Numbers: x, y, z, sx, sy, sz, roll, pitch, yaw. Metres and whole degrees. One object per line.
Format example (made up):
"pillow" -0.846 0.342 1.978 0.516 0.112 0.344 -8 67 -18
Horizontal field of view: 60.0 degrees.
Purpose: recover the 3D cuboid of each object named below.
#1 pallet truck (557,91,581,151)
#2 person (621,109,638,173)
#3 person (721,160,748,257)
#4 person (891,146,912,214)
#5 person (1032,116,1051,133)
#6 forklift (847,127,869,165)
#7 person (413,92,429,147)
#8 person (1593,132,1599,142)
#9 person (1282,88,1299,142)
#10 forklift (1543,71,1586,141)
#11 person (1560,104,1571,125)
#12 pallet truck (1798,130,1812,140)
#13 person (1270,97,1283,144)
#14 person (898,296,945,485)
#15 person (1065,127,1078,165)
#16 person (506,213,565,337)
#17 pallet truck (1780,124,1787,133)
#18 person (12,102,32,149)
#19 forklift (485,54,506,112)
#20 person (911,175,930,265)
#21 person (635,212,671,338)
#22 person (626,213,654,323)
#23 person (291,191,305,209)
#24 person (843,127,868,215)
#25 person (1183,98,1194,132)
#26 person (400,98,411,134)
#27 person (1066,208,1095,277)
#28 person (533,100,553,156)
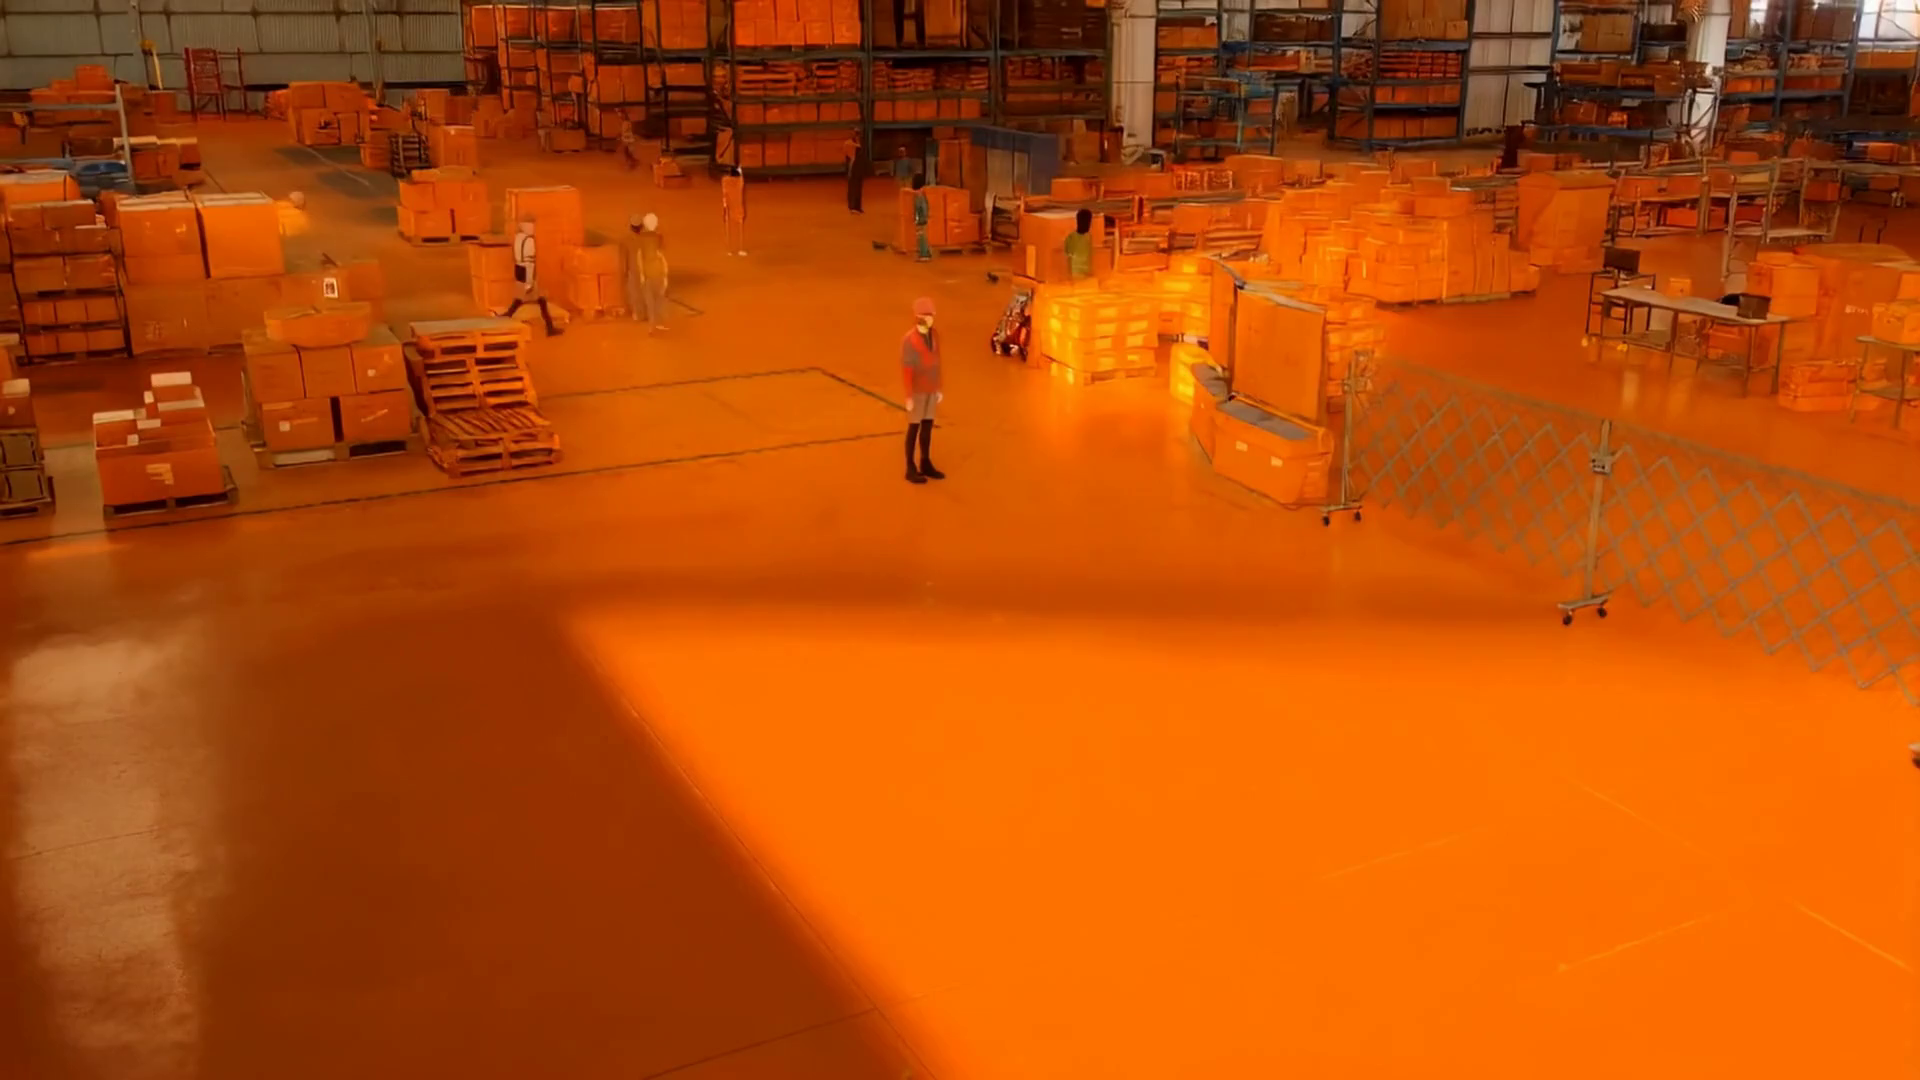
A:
"pallet truck" -13.495 -14.412 57.188 0.823 1.965 1.885 -3 18 -9
"person" -9.880 -11.852 49.433 0.412 1.862 0.579 -4 18 -12
"person" -4.453 -6.554 32.887 0.513 1.877 0.328 -9 20 -26
"person" -1.374 -8.572 39.612 0.506 1.610 0.686 3 18 10
"person" 2.157 -10.210 44.092 0.622 1.992 0.395 -6 19 -19
"forklift" -3.468 -12.905 51.067 1.873 2.768 1.129 -9 20 -26
"person" -18.938 -14.762 58.430 0.606 1.908 0.399 15 23 40
"person" 21.742 -14.352 57.186 0.981 1.897 0.561 -8 19 -23
"person" 12.116 -15.550 60.893 0.639 1.902 0.407 14 23 38
"forklift" 18.685 -13.231 52.085 1.873 2.768 1.129 -9 20 -26
"person" 19.588 -13.341 54.212 0.973 1.782 0.587 -11 21 -31
"pallet truck" 25.526 -11.556 49.408 1.630 1.274 0.653 -9 20 -26
"person" 11.384 -15.115 59.916 0.718 1.659 0.542 -4 18 -12
"person" -0.377 -1.553 17.195 0.354 1.938 0.545 14 23 38
"person" 2.969 -9.937 43.637 0.576 1.743 0.538 -7 19 -21
"person" -6.418 -3.876 24.560 0.541 1.886 1.055 16 24 40
"pallet truck" 25.206 -12.542 52.601 1.601 1.201 0.680 0 18 -2
"person" -32.781 -14.506 58.132 0.539 1.586 0.879 -1 18 -4
"forklift" -20.050 -19.454 71.483 1.873 2.768 1.129 -9 20 -26
"person" -0.761 -6.130 31.871 0.323 1.689 0.537 3 18 11
"person" -4.573 -3.956 24.834 0.505 1.846 0.519 2 18 7
"person" -4.967 -4.225 25.859 0.555 1.725 0.483 7 19 20
"person" -11.021 -4.820 27.504 0.803 1.874 0.608 -3 18 -10
"person" -2.449 -8.765 39.514 0.537 2.000 0.682 8 19 23
"person" 8.562 -15.793 62.149 0.511 1.609 0.739 -9 20 -27
"person" -20.003 -15.136 60.039 0.315 1.629 0.509 -8 19 -23
"person" 1.783 -3.873 24.382 0.367 1.964 0.609 14 22 36
"person" -13.905 -13.742 55.417 0.620 1.819 0.804 -13 22 -36
